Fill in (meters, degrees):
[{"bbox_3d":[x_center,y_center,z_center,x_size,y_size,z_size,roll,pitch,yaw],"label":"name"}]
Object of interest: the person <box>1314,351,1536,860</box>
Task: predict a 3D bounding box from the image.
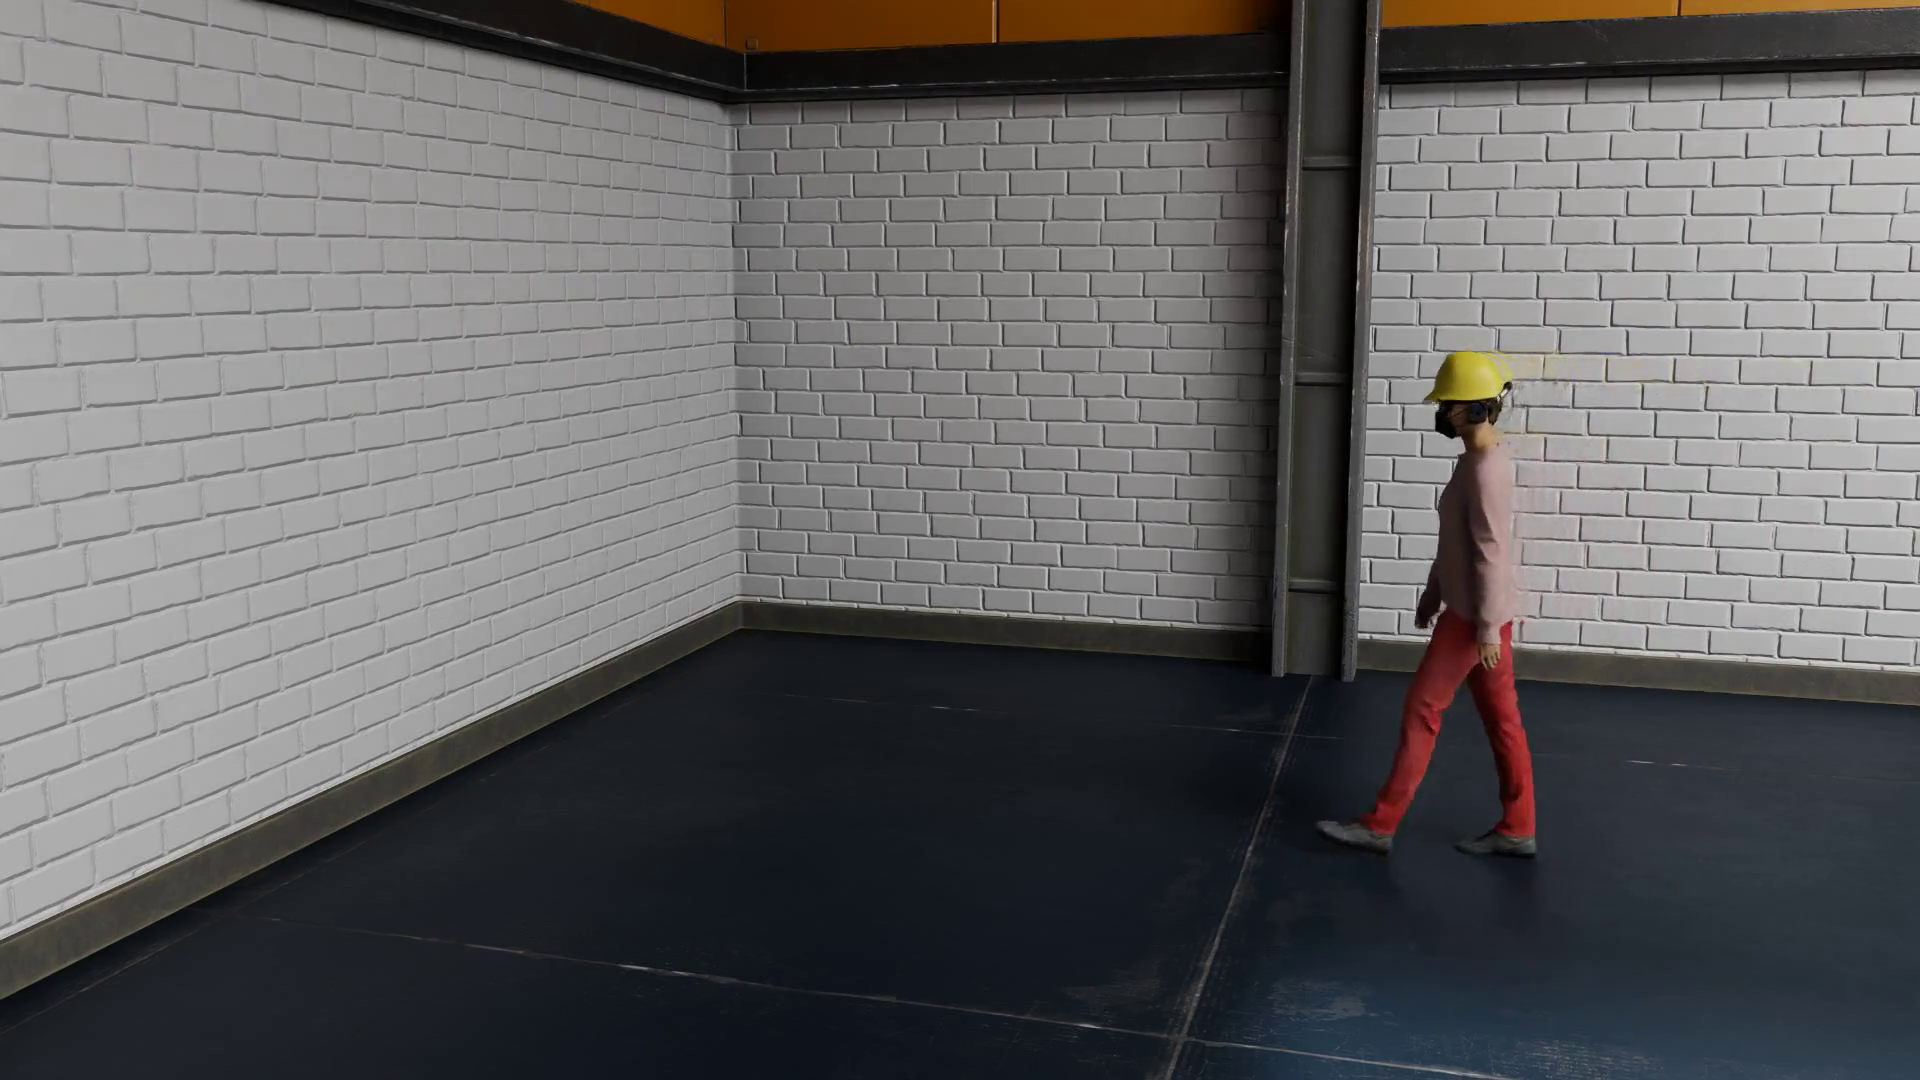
[{"bbox_3d":[1.612,0.239,5.645,0.807,1.739,0.539,3,10,18],"label":"person"}]
